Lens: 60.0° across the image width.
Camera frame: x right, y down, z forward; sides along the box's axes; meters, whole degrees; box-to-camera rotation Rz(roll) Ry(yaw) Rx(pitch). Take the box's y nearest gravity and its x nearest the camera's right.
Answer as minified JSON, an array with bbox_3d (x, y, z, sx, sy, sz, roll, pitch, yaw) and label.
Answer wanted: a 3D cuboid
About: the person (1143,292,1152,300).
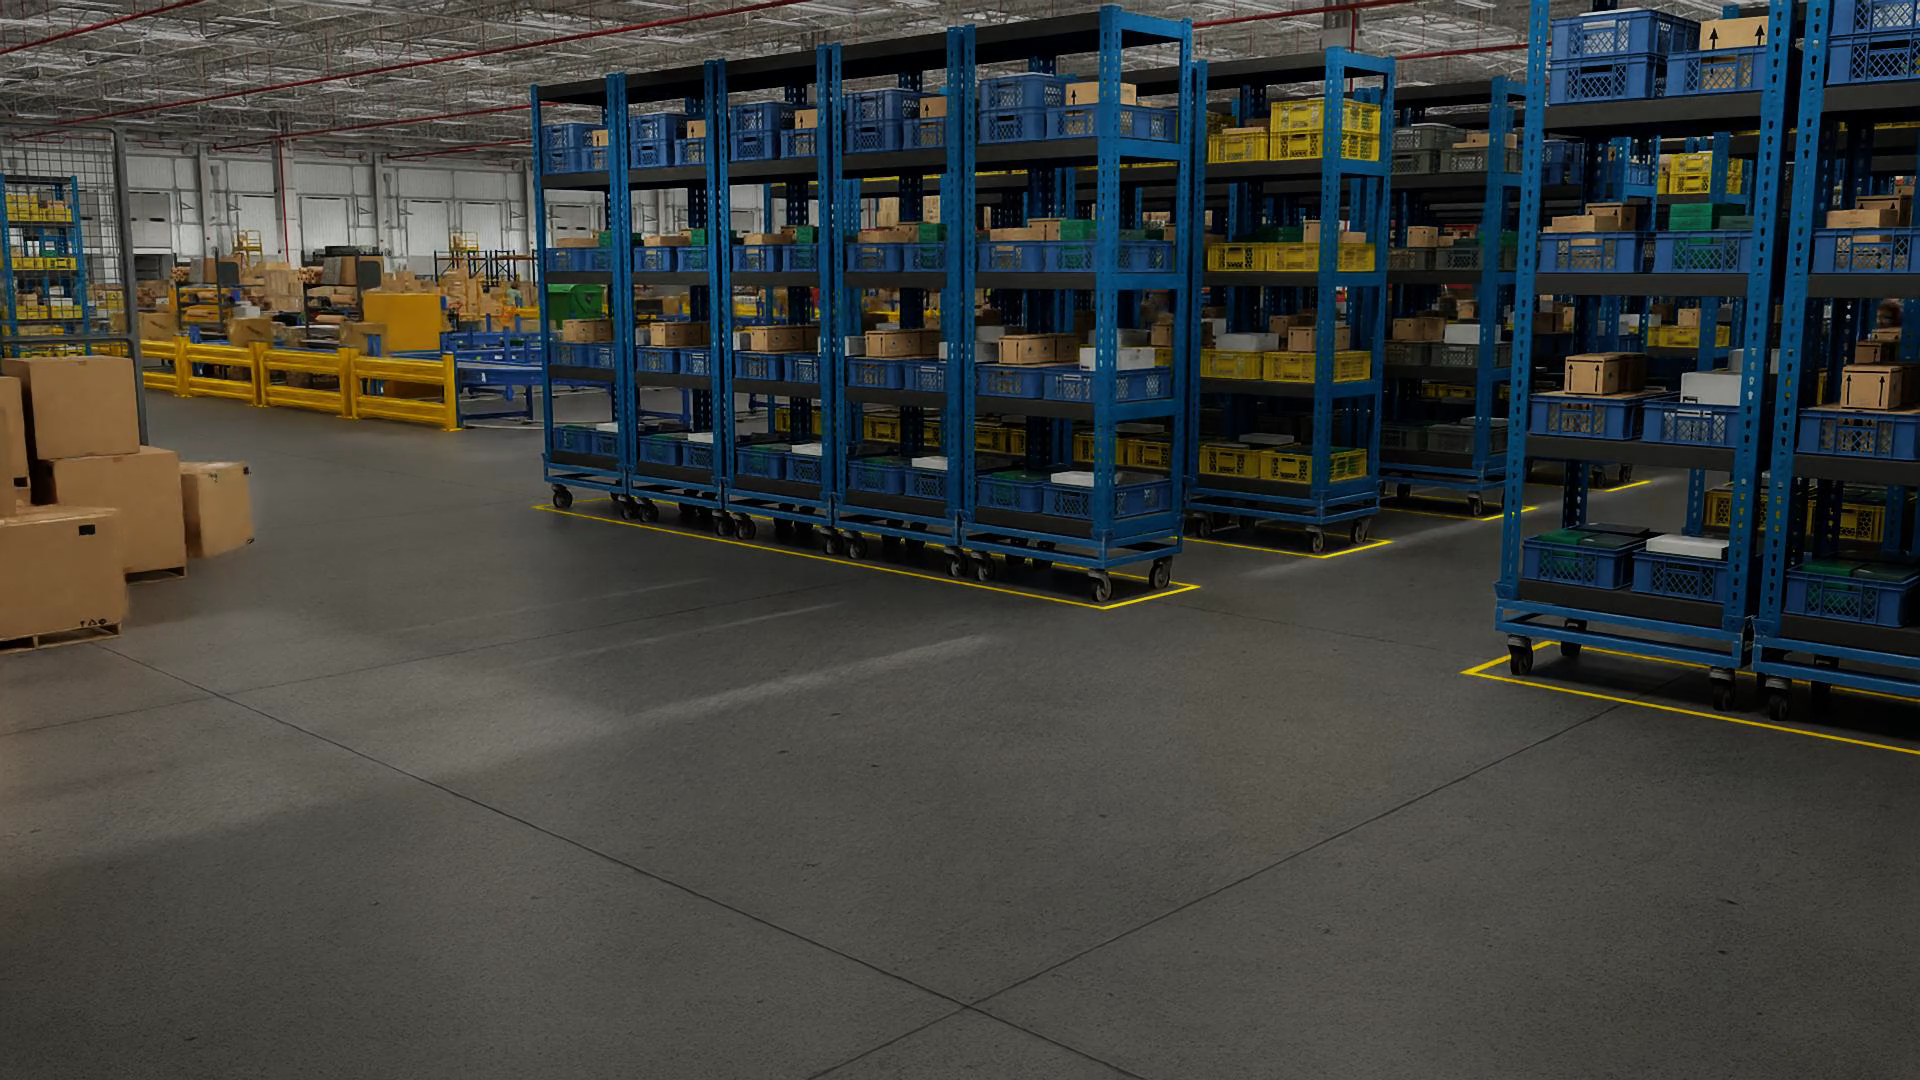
[{"bbox_3d":[5.644,-7.104,50.506,0.554,1.910,0.899,-8,12,-42],"label":"person"}]

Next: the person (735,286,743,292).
[{"bbox_3d":[-9.298,-10.179,69.238,0.551,1.936,0.359,8,12,41],"label":"person"}]

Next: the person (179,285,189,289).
[{"bbox_3d":[-36.463,-11.577,78.147,0.439,1.835,0.628,-8,12,-40],"label":"person"}]

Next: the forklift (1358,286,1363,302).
[{"bbox_3d":[11.100,-7.017,46.970,1.873,2.768,1.129,9,13,43],"label":"forklift"}]

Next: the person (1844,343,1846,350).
[{"bbox_3d":[15.108,-3.413,27.927,1.045,1.874,0.647,4,10,21],"label":"person"}]

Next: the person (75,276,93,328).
[{"bbox_3d":[-27.930,-7.514,53.089,0.971,1.868,0.622,-8,12,-39],"label":"person"}]

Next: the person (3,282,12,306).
[{"bbox_3d":[-46.660,-12.173,81.544,0.565,1.915,0.589,-4,10,-23],"label":"person"}]

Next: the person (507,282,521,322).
[{"bbox_3d":[-15.807,-8.308,58.794,0.507,1.594,0.678,3,10,17],"label":"person"}]

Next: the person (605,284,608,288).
[{"bbox_3d":[-16.173,-11.292,76.279,0.313,1.866,0.538,-3,10,-16],"label":"person"}]

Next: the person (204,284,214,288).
[{"bbox_3d":[-32.773,-10.690,72.591,0.328,1.868,0.509,6,11,33],"label":"person"}]

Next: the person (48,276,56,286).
[{"bbox_3d":[-39.900,-10.801,73.212,0.952,1.902,0.550,1,9,9],"label":"person"}]

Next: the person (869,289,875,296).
[{"bbox_3d":[-3.738,-10.313,70.832,0.422,1.681,0.552,1,9,5],"label":"person"}]

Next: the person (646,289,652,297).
[{"bbox_3d":[-15.552,-12.430,83.034,0.376,1.940,0.629,1,9,6],"label":"person"}]

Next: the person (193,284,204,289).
[{"bbox_3d":[-33.363,-10.773,72.938,0.646,1.919,0.487,5,10,26],"label":"person"}]

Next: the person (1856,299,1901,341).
[{"bbox_3d":[7.988,-1.179,14.437,0.823,1.818,0.566,-8,12,-39],"label":"person"}]

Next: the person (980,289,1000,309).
[{"bbox_3d":[0.574,-3.596,29.483,0.553,1.764,0.411,3,10,21],"label":"person"}]

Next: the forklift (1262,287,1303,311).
[{"bbox_3d":[10.769,-8.203,54.240,1.129,2.768,1.873,8,12,42],"label":"forklift"}]
